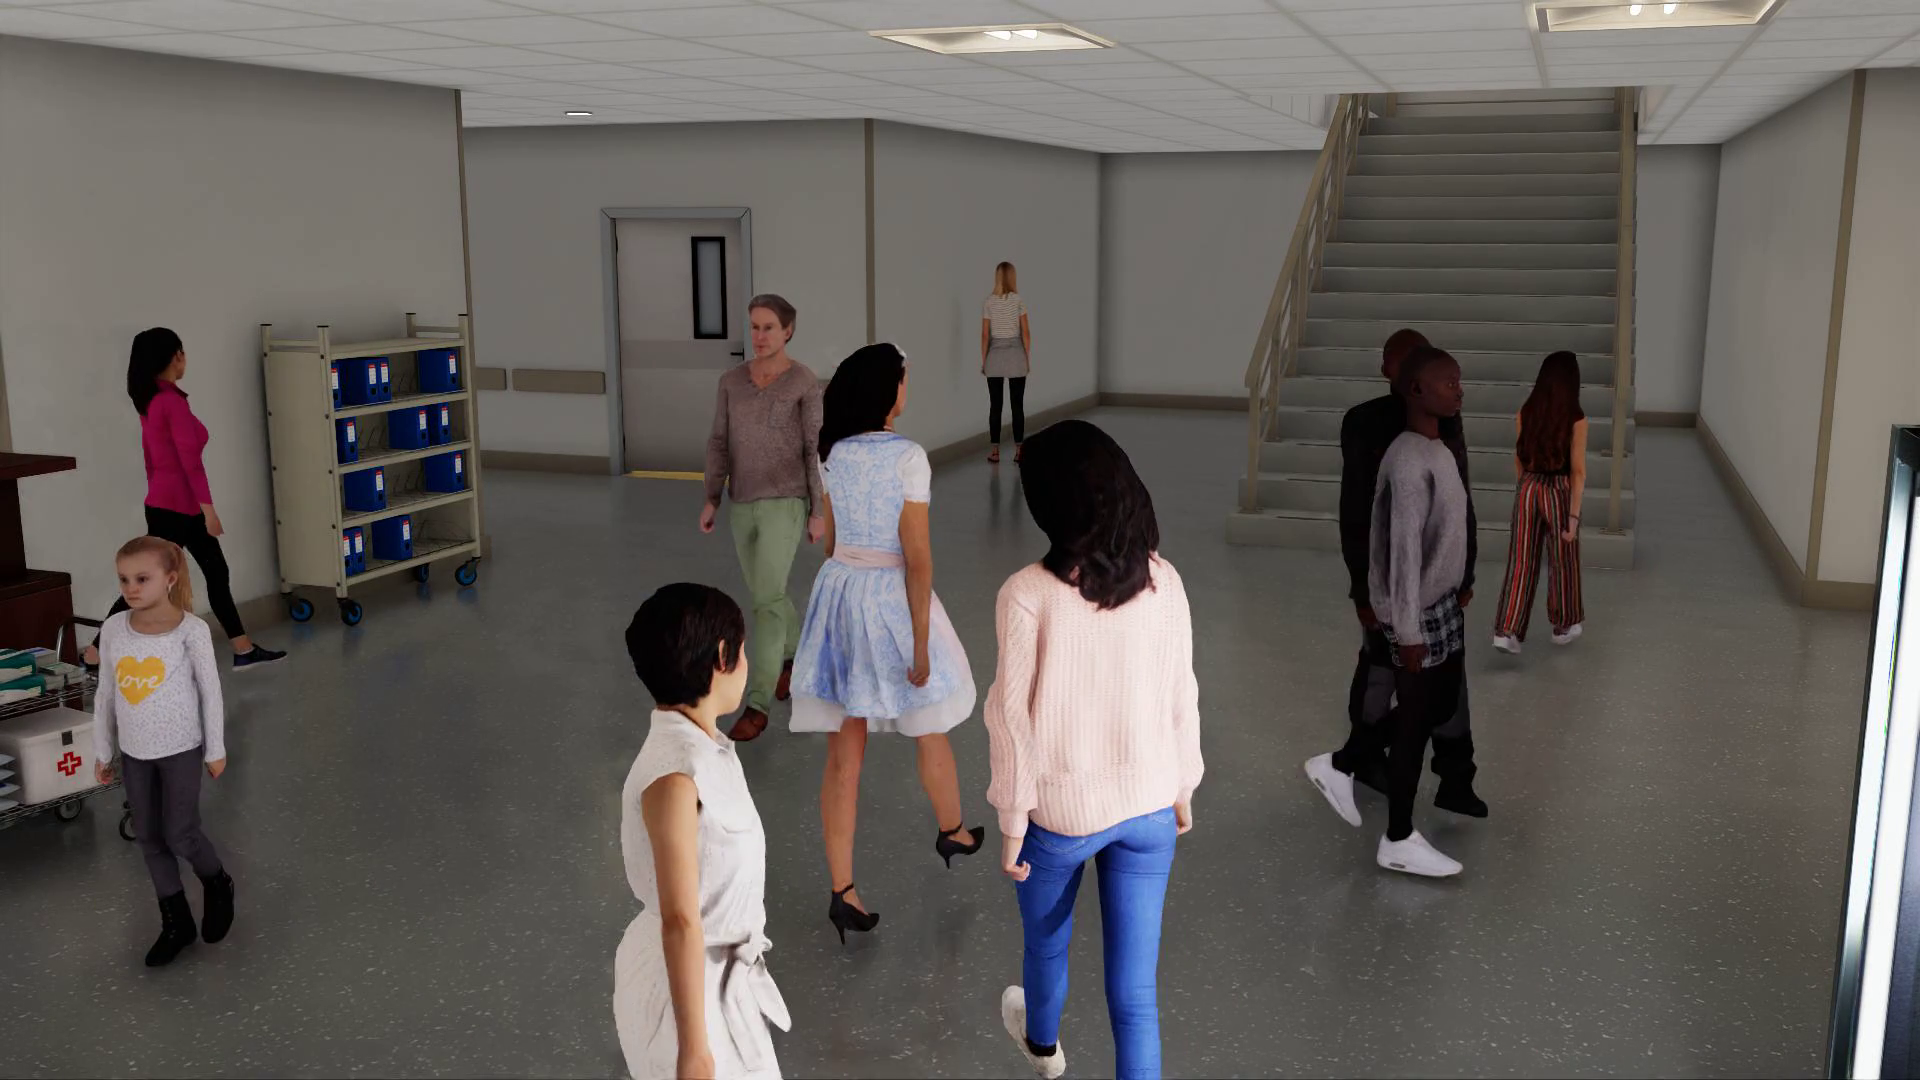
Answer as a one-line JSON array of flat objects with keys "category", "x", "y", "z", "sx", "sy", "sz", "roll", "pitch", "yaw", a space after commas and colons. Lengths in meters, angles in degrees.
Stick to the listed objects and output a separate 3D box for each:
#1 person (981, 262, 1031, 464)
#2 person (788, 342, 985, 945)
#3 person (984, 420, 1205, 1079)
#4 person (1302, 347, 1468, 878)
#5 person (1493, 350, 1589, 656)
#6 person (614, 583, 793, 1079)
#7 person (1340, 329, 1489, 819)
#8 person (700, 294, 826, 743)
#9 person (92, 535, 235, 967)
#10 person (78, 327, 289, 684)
[{"category": "person", "x": 0.422, "y": -1.627, "z": 15.258, "sx": 0.661, "sy": 1.823, "sz": 0.622, "roll": 1, "pitch": 11, "yaw": 4}, {"category": "person", "x": -0.307, "y": 0.342, "z": 4.995, "sx": 0.769, "sy": 1.781, "sz": 1.139, "roll": 6, "pitch": 12, "yaw": 30}, {"category": "person", "x": 0.315, "y": 0.661, "z": 3.518, "sx": 1.078, "sy": 1.704, "sz": 1.287, "roll": -2, "pitch": 11, "yaw": -10}, {"category": "person", "x": 1.439, "y": 0.240, "z": 5.587, "sx": 0.787, "sy": 1.760, "sz": 0.830, "roll": 7, "pitch": 13, "yaw": 32}, {"category": "person", "x": 2.873, "y": -0.152, "z": 8.284, "sx": 0.792, "sy": 1.525, "sz": 1.143, "roll": 9, "pitch": 14, "yaw": 38}, {"category": "person", "x": -0.557, "y": 0.858, "z": 2.979, "sx": 0.824, "sy": 1.519, "sz": 0.818, "roll": 0, "pitch": 11, "yaw": 0}, {"category": "person", "x": 1.599, "y": 0.107, "z": 6.220, "sx": 1.111, "sy": 1.786, "sz": 1.205, "roll": -5, "pitch": 12, "yaw": -23}, {"category": "person", "x": -0.812, "y": -0.129, "z": 7.285, "sx": 0.692, "sy": 1.853, "sz": 1.245, "roll": 5, "pitch": 12, "yaw": 23}, {"category": "person", "x": -2.351, "y": 0.607, "z": 4.967, "sx": 0.554, "sy": 1.270, "sz": 0.611, "roll": 1, "pitch": 11, "yaw": 4}, {"category": "person", "x": -3.735, "y": -0.099, "z": 7.679, "sx": 1.246, "sy": 1.646, "sz": 1.059, "roll": -8, "pitch": 13, "yaw": -35}]
